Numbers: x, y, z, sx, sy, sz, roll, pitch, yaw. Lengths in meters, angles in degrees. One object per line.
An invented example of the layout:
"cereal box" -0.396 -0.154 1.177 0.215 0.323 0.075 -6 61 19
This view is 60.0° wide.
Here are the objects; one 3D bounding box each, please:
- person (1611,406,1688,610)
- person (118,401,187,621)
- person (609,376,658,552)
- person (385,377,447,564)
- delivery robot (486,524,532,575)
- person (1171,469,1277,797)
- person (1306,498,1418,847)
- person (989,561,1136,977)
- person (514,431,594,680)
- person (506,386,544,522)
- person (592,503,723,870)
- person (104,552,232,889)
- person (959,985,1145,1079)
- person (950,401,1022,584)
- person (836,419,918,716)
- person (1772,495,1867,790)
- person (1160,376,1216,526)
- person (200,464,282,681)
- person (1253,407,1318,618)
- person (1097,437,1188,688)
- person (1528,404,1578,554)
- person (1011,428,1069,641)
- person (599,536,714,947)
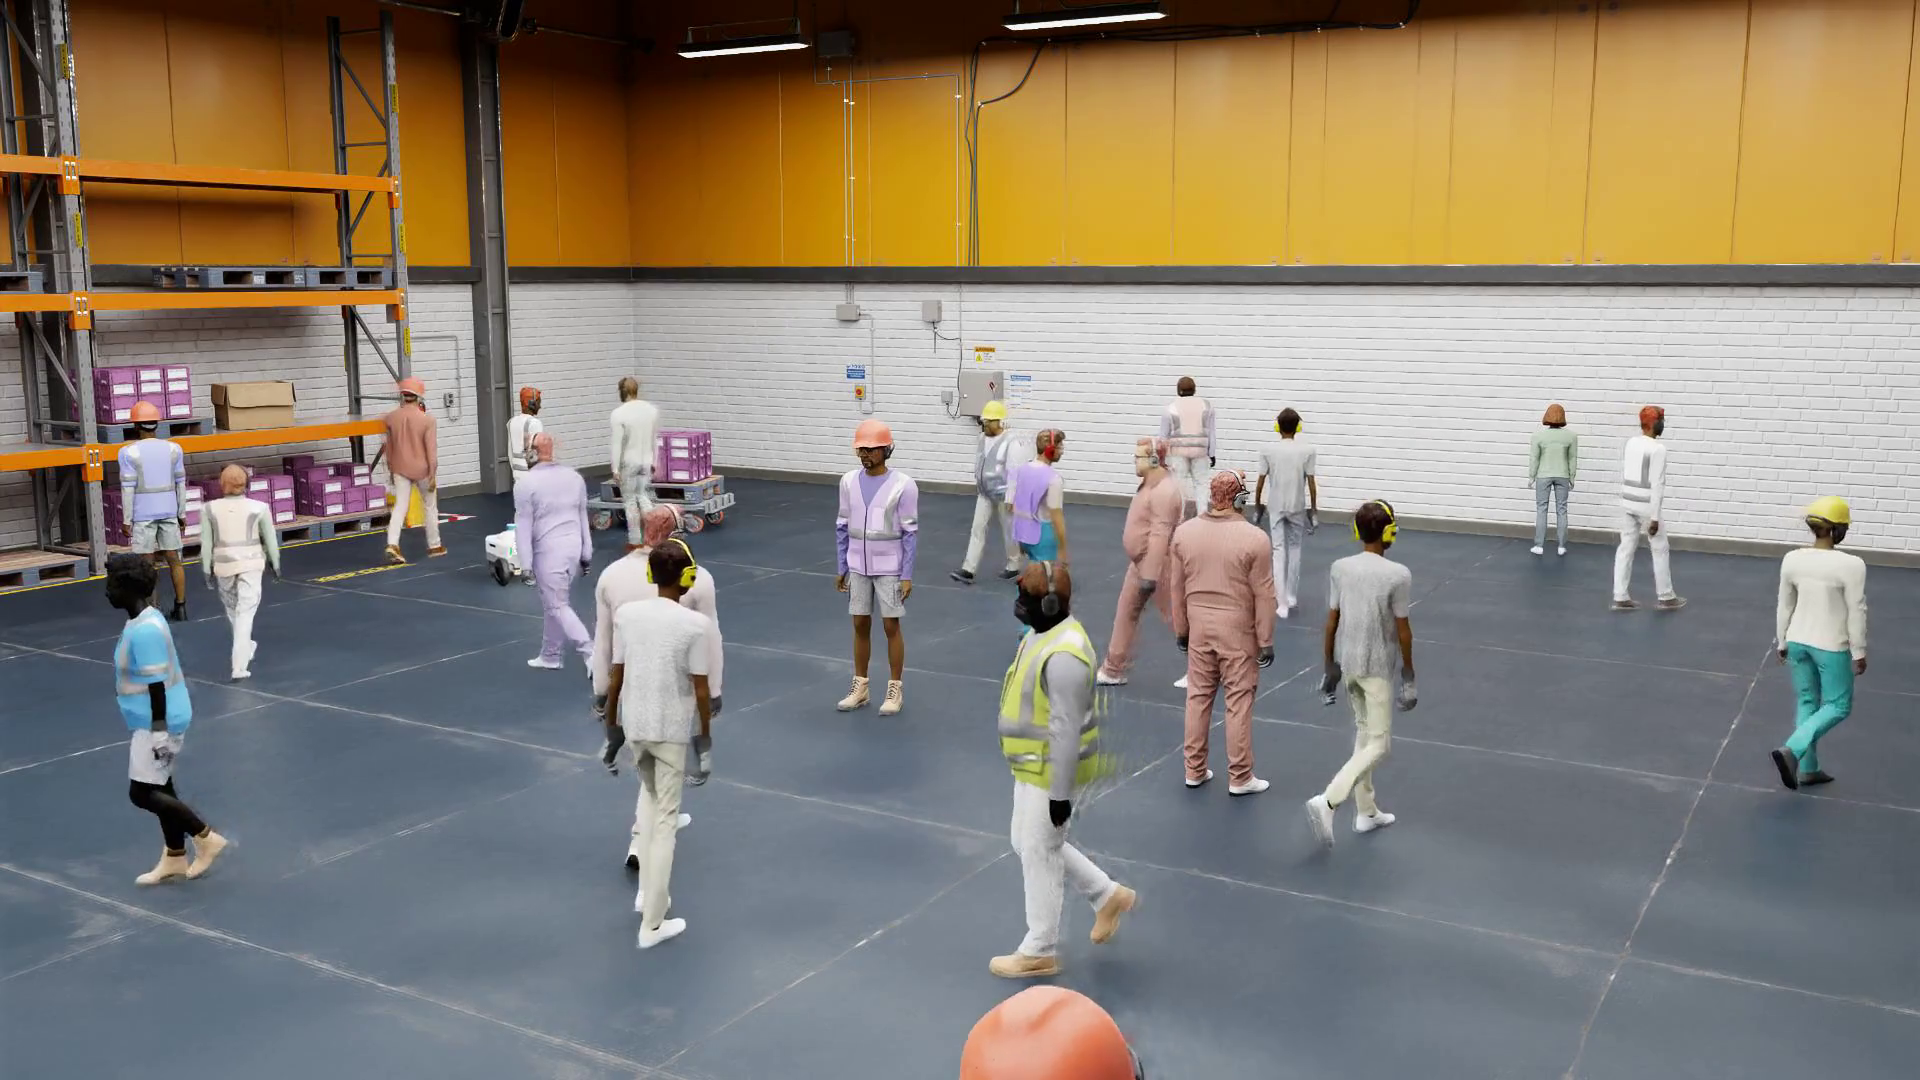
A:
"person" 6.231 -0.280 14.958 0.686 1.865 0.593 -3 10 -18
"person" -6.981 -0.229 14.379 0.370 1.933 0.553 8 12 40
"person" -3.539 -0.813 18.052 0.458 1.923 0.653 7 11 37
"person" -5.796 -0.736 17.504 0.621 1.960 0.970 2 9 9
"delivery robot" -4.416 0.084 16.429 0.477 0.478 0.707 -6 11 -35
"person" 1.552 0.535 9.698 0.651 1.907 0.409 7 11 37
"person" 2.114 0.709 8.818 0.754 1.846 0.519 -7 11 -35
"person" 0.441 0.982 7.159 0.574 1.824 0.639 -1 9 -5
"person" -2.991 0.116 12.470 0.895 1.867 0.656 5 11 31
"person" -4.384 -0.624 16.997 0.573 1.887 0.353 9 12 43
"person" -1.578 0.744 8.596 0.678 1.857 0.944 3 9 16
"person" -3.909 0.891 8.131 0.391 1.686 0.567 -5 11 -30
"person" 0.222 1.618 2.606 0.611 2.021 0.890 6 11 32
"person" 0.286 -0.448 16.180 0.889 1.788 0.620 -9 13 -44
"person" -0.589 0.188 11.441 0.609 2.044 0.374 4 10 23
"person" 4.969 0.611 9.691 0.566 1.748 0.546 -4 10 -25
"person" 2.674 -0.999 19.515 0.655 1.836 0.429 0 9 -1
"person" -5.428 0.222 12.610 0.536 1.587 0.861 -1 9 -8
"person" 2.905 -0.265 14.878 0.562 1.841 0.795 1 9 7
"person" 1.417 0.176 12.105 0.985 1.862 0.661 -1 9 -8
"person" 6.394 -0.652 17.960 0.497 1.633 0.284 1 9 8
"person" 0.652 0.028 13.117 0.463 1.821 0.591 -5 10 -27
"person" -1.370 0.908 7.624 0.534 1.830 0.606 3 10 19
